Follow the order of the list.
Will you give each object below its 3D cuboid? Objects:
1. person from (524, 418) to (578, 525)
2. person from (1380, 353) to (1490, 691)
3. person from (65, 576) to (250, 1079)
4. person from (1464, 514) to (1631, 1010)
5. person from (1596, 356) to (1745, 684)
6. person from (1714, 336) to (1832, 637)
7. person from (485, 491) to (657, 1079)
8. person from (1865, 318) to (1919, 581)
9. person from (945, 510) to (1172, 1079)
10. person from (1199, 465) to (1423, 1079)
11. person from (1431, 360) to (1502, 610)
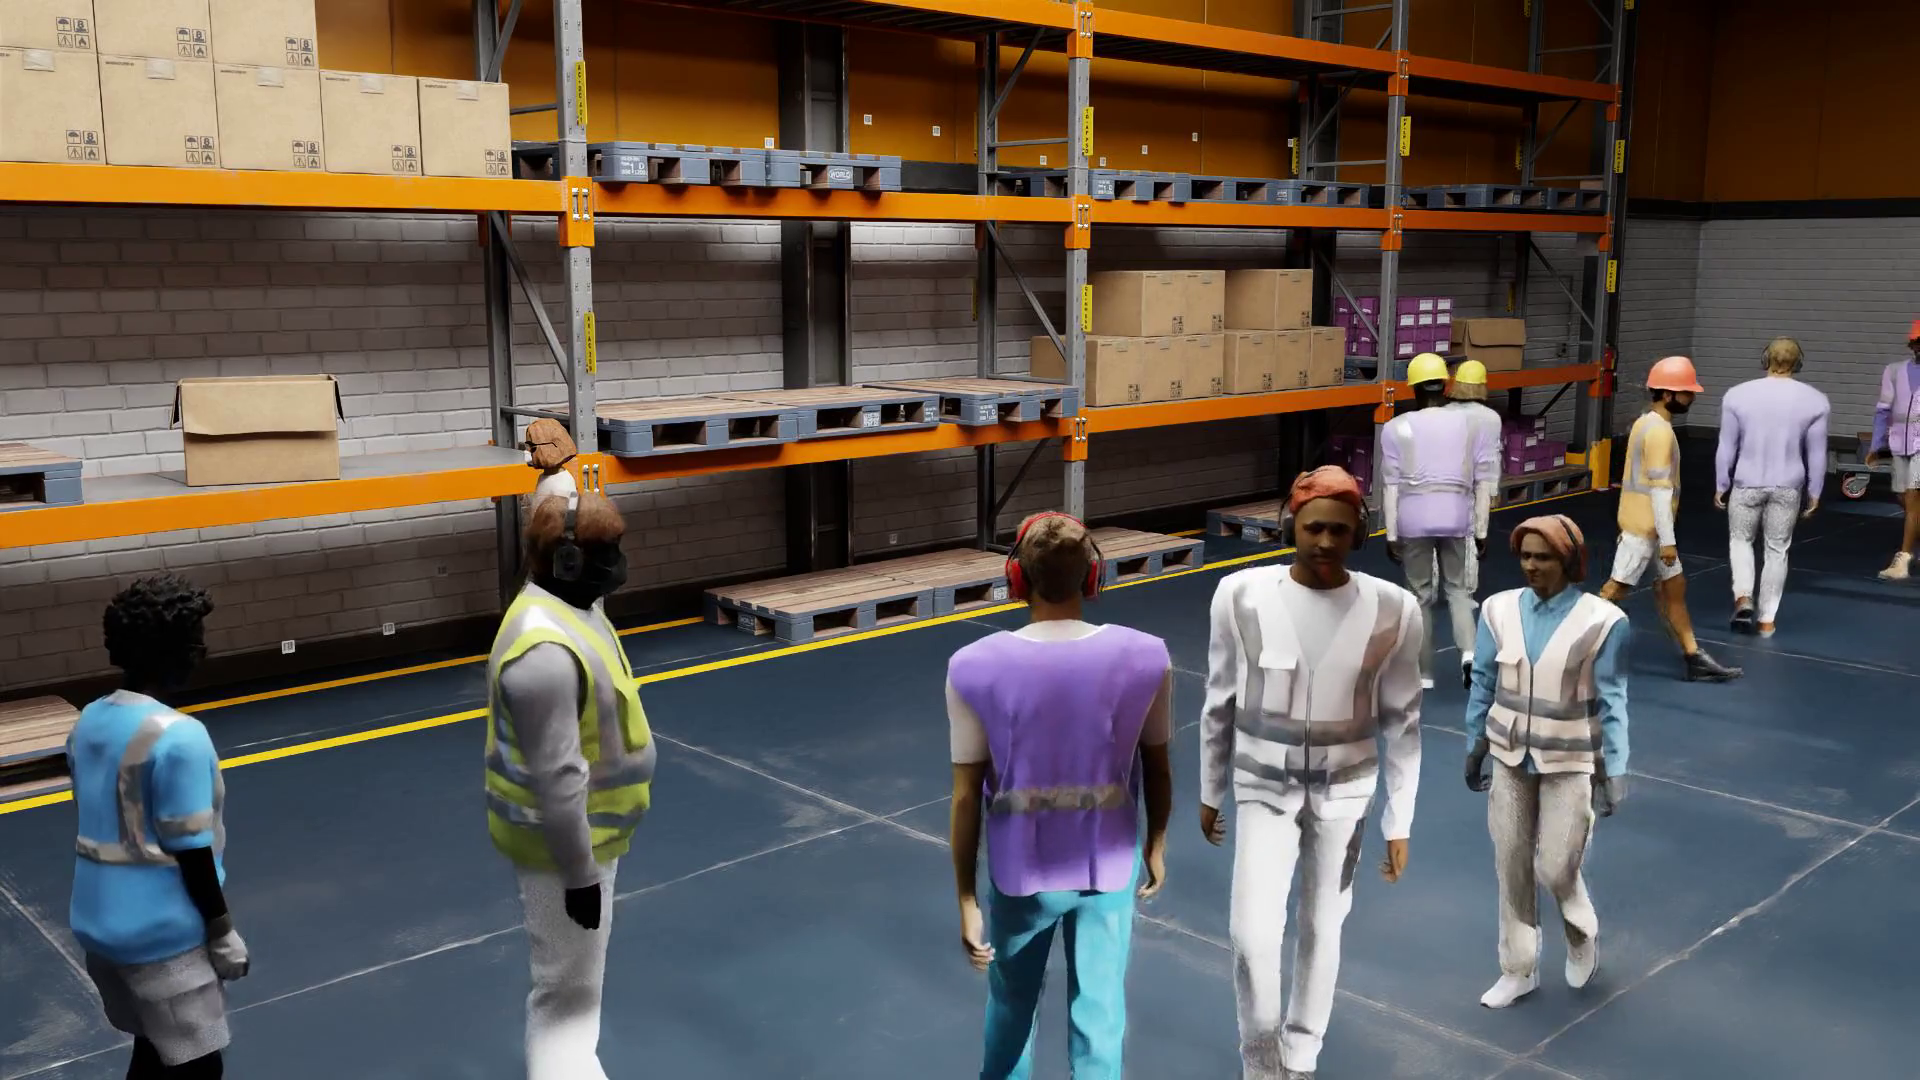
[{"bbox_3d":[-2.040,0.194,8.419,0.277,1.629,0.497,-4,10,-22],"label":"person"},{"bbox_3d":[2.625,-0.077,9.206,0.598,1.899,0.629,0,10,-2],"label":"person"},{"bbox_3d":[-1.925,0.931,3.934,0.612,1.677,0.444,8,13,39],"label":"person"},{"bbox_3d":[1.876,0.717,5.348,0.398,1.623,0.533,-9,13,-42],"label":"person"},{"bbox_3d":[3.908,-0.096,9.397,1.026,1.878,0.546,3,10,18],"label":"person"},{"bbox_3d":[5.179,-0.335,10.635,0.649,1.923,0.434,5,11,26],"label":"person"},{"bbox_3d":[-1.013,0.782,4.386,0.432,1.833,0.630,-1,10,-6],"label":"person"},{"bbox_3d":[7.335,-0.717,12.658,0.961,2.012,0.611,-6,11,-30],"label":"person"},{"bbox_3d":[0.250,0.819,4.245,0.581,1.799,0.946,0,10,-1],"label":"person"},{"bbox_3d":[0.939,0.737,4.502,0.590,1.868,0.631,2,10,10],"label":"person"},{"bbox_3d":[3.427,-0.358,11.361,0.489,1.733,0.424,8,12,38],"label":"person"}]
